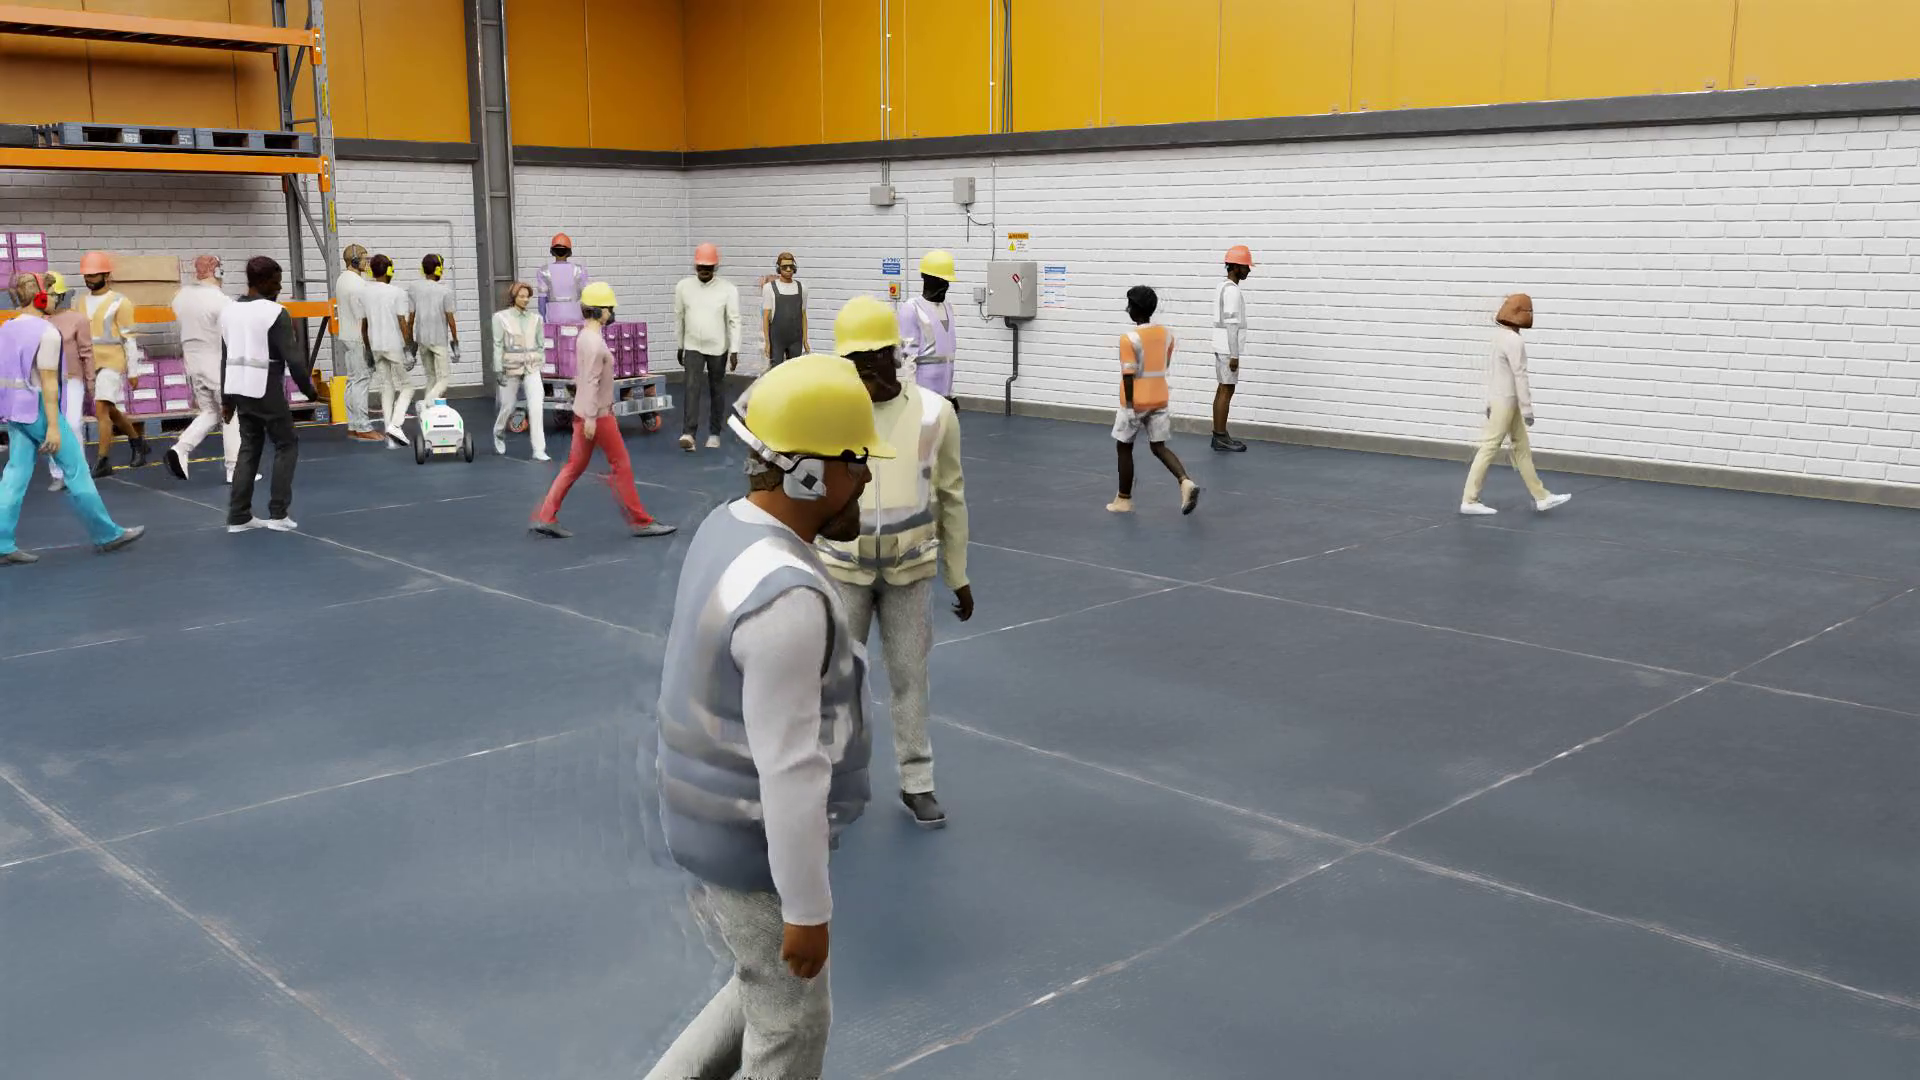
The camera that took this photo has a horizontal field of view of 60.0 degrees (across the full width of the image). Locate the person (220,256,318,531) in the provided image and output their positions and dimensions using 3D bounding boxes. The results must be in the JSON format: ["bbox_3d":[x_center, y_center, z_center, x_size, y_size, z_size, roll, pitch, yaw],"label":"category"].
[{"bbox_3d":[-4.712,-0.979,11.332,0.611,1.881,0.556,5,12,27],"label":"person"}]

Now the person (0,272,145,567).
[{"bbox_3d":[-5.663,-0.755,10.333,0.588,1.786,0.958,6,12,31],"label":"person"}]

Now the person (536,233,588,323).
[{"bbox_3d":[-4.744,-2.641,19.936,0.605,2.045,0.388,-2,11,-13],"label":"person"}]

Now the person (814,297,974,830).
[{"bbox_3d":[-0.275,0.084,5.702,0.657,1.817,0.466,-1,10,-6],"label":"person"}]

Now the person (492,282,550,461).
[{"bbox_3d":[-4.013,-1.535,15.089,0.516,1.610,0.736,-7,13,-35],"label":"person"}]

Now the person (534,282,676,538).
[{"bbox_3d":[-2.424,-0.851,11.071,0.913,1.719,0.532,-4,11,-20],"label":"person"}]

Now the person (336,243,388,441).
[{"bbox_3d":[-5.926,-1.941,16.405,0.362,1.939,0.636,-7,12,-33],"label":"person"}]

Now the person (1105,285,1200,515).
[{"bbox_3d":[1.372,-0.984,11.893,0.524,1.678,0.721,-8,13,-36],"label":"person"}]

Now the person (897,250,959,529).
[{"bbox_3d":[-0.191,-1.040,11.549,0.374,1.919,0.585,6,12,30],"label":"person"}]

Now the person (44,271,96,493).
[{"bbox_3d":[-7.078,-1.220,13.008,0.564,1.740,0.550,-2,11,-13],"label":"person"}]

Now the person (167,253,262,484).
[{"bbox_3d":[-6.069,-1.366,13.417,0.655,1.880,0.613,5,12,26],"label":"person"}]

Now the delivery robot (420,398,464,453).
[{"bbox_3d":[-4.668,-1.033,14.975,0.477,0.478,0.707,-4,11,-20],"label":"delivery robot"}]

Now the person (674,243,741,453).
[{"bbox_3d":[-2.372,-1.777,15.503,0.638,1.932,1.018,0,10,0],"label":"person"}]

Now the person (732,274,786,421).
[{"bbox_3d":[-2.088,-2.075,18.016,0.763,1.605,0.501,1,10,4],"label":"person"}]

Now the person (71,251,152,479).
[{"bbox_3d":[-7.240,-1.505,14.158,0.544,1.906,0.956,3,11,15],"label":"person"}]

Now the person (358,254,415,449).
[{"bbox_3d":[-5.431,-1.790,15.828,0.555,1.845,0.387,2,11,12],"label":"person"}]

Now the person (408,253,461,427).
[{"bbox_3d":[-5.389,-1.986,16.911,0.556,1.844,0.670,2,10,8],"label":"person"}]

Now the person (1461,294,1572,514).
[{"bbox_3d":[4.046,-0.964,11.983,0.831,1.591,0.523,2,11,10],"label":"person"}]

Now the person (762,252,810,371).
[{"bbox_3d":[-1.819,-2.088,17.463,0.505,1.846,0.347,-5,12,-26],"label":"person"}]

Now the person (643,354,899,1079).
[{"bbox_3d":[-0.390,0.551,3.165,0.547,1.809,0.630,-3,11,-17],"label":"person"}]

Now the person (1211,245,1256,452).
[{"bbox_3d":[2.568,-1.795,15.643,0.381,1.929,0.544,0,10,0],"label":"person"}]
